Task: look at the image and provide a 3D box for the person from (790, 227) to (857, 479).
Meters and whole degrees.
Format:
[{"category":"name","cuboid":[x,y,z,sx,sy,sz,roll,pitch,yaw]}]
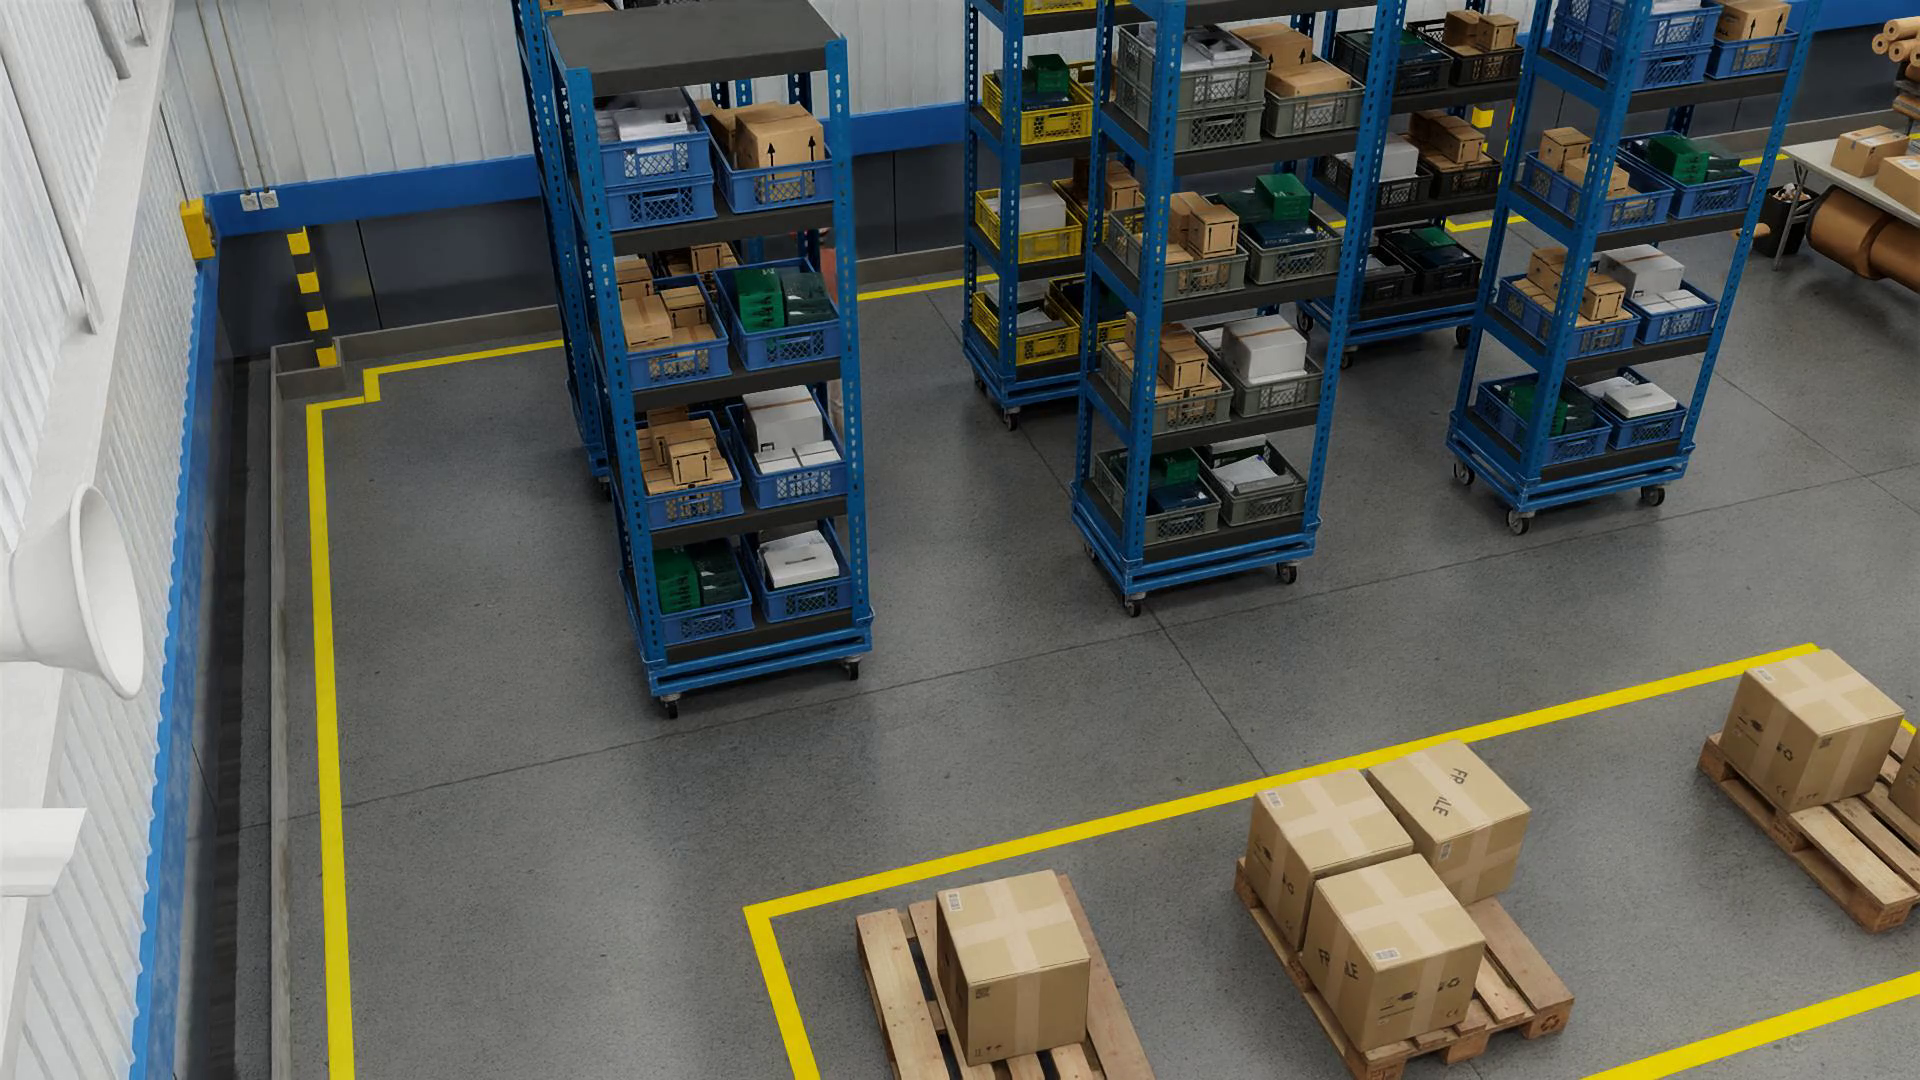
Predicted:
[{"category":"person","cuboid":[-0.859,-1.135,10.169,0.419,1.984,0.633,15,38,20]}]
